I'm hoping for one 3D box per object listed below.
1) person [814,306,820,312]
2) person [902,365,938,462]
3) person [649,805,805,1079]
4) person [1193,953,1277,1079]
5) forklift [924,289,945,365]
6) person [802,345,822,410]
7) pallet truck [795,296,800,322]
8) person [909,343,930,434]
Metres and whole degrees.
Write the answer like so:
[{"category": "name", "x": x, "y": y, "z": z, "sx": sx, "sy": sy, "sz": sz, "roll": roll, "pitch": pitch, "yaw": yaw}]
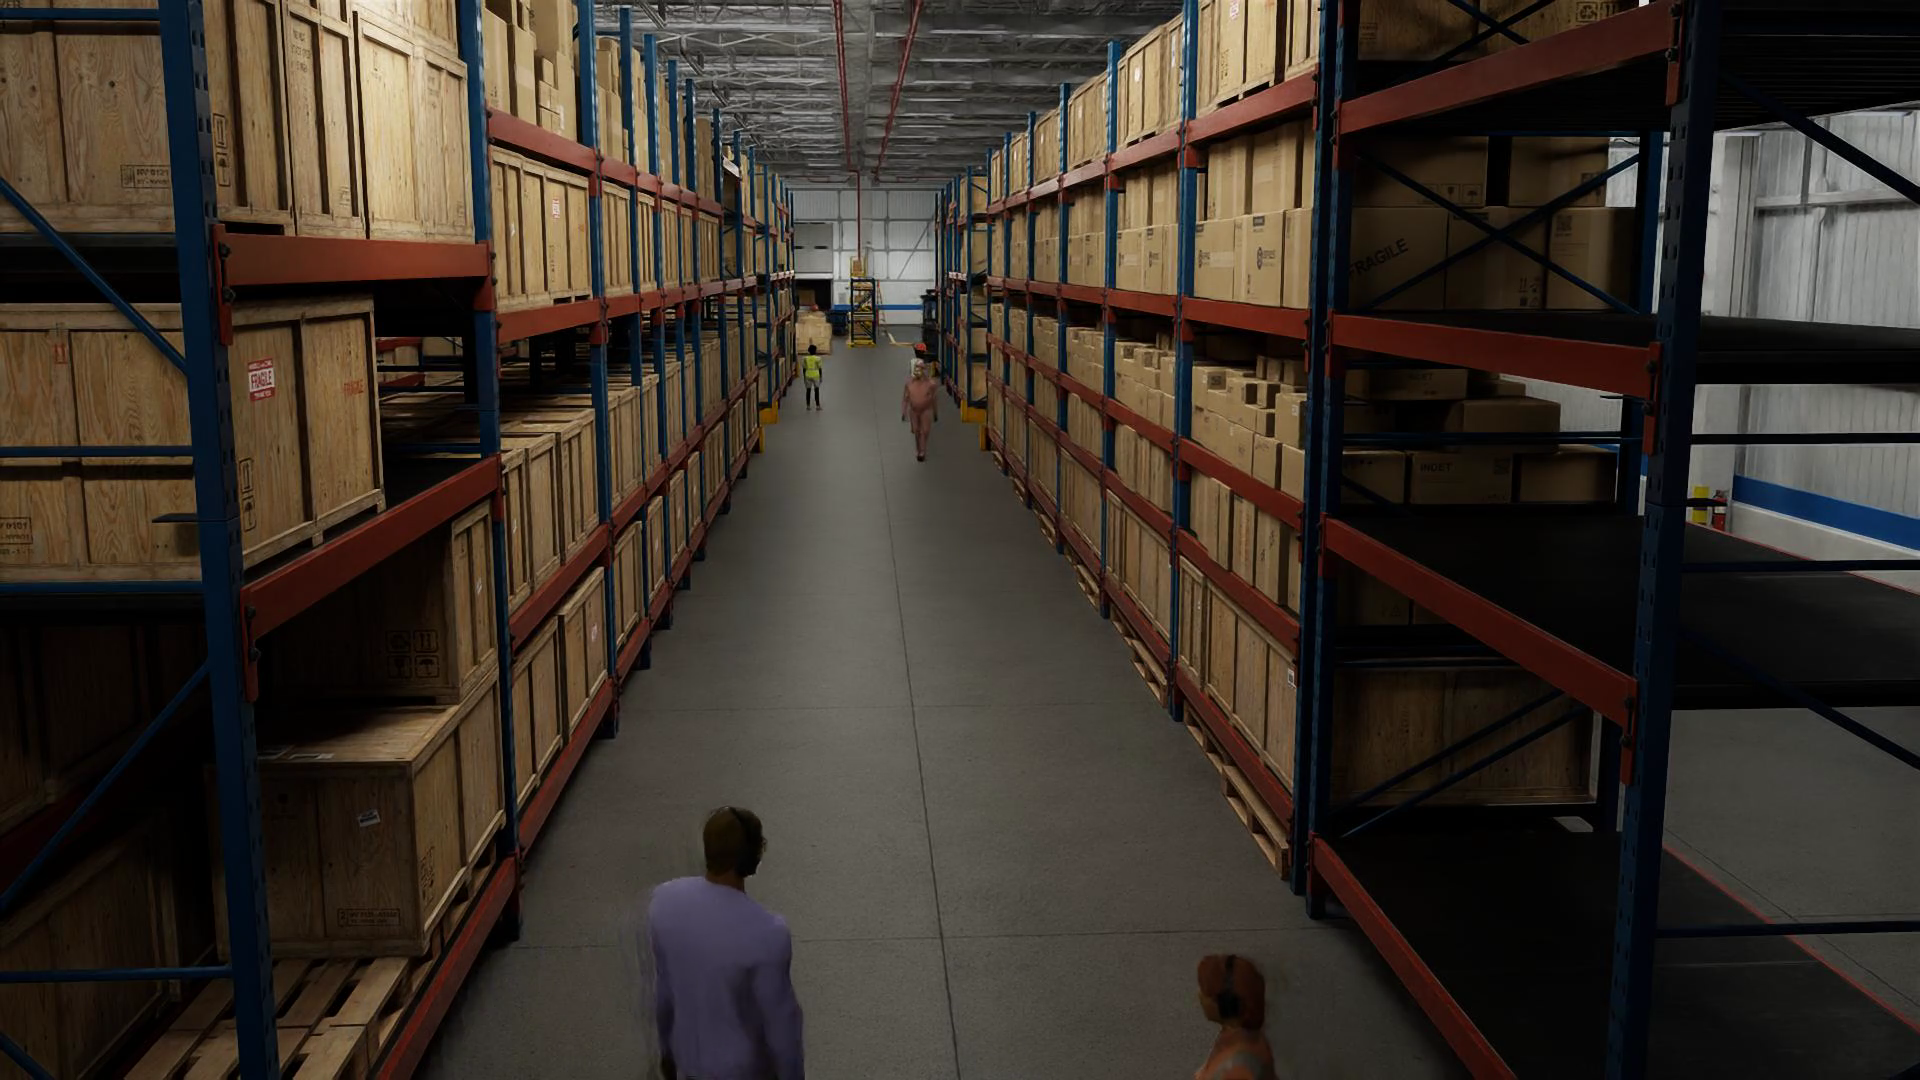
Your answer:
[{"category": "person", "x": -6.396, "y": -9.428, "z": 73.706, "sx": 0.559, "sy": 1.914, "sz": 0.880, "roll": -5, "pitch": 11, "yaw": -25}, {"category": "person", "x": -0.796, "y": -2.450, "z": 32.145, "sx": 0.668, "sy": 1.855, "sz": 0.985, "roll": 2, "pitch": 10, "yaw": 14}, {"category": "person", "x": -0.813, "y": 1.888, "z": 6.046, "sx": 0.650, "sy": 1.920, "sz": 0.449, "roll": 7, "pitch": 12, "yaw": 36}, {"category": "person", "x": 0.793, "y": 2.136, "z": 5.511, "sx": 0.803, "sy": 1.602, "sz": 0.534, "roll": 3, "pitch": 10, "yaw": 15}, {"category": "forklift", "x": -0.784, "y": -7.952, "z": 61.968, "sx": 1.129, "sy": 2.768, "sz": 1.873, "roll": 1, "pitch": 10, "yaw": 6}, {"category": "person", "x": -3.825, "y": -4.214, "z": 43.162, "sx": 0.531, "sy": 1.697, "sz": 0.322, "roll": 3, "pitch": 10, "yaw": 15}, {"category": "pallet truck", "x": -8.622, "y": -12.439, "z": 91.403, "sx": 1.885, "sy": 1.965, "sz": 0.823, "roll": 2, "pitch": 10, "yaw": 13}, {"category": "person", "x": -0.900, "y": -3.396, "z": 37.280, "sx": 0.392, "sy": 2.033, "sz": 0.605, "roll": -5, "pitch": 11, "yaw": -27}]
